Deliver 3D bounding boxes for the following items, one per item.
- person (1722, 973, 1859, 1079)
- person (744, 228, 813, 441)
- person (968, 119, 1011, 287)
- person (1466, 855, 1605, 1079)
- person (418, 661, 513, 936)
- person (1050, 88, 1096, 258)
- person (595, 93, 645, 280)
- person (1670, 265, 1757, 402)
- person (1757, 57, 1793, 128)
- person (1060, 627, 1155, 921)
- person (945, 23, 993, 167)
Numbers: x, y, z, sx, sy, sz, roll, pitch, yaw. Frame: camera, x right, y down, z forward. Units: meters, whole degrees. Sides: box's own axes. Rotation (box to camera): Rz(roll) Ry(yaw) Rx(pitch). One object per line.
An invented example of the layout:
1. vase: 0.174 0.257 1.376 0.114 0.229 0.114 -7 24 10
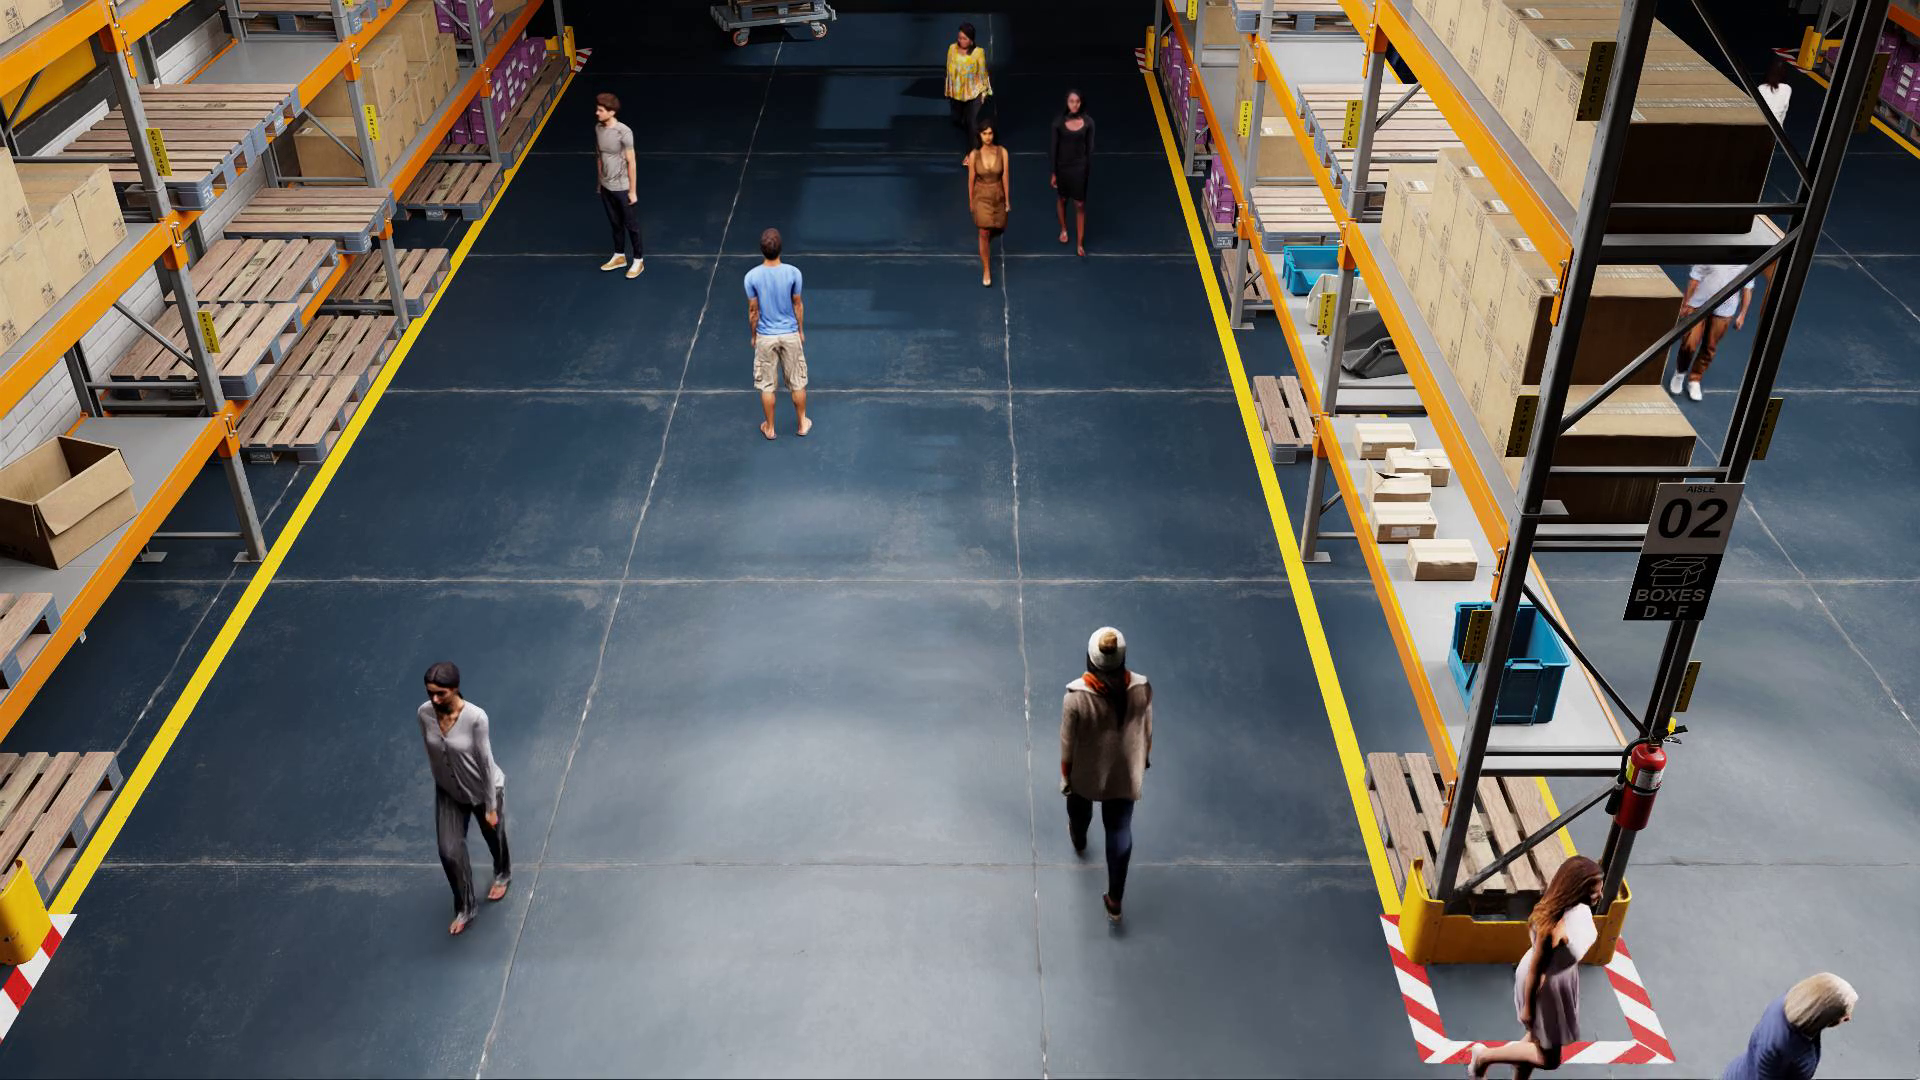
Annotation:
1. person: 3.604 2.522 7.711 0.989 1.705 0.930 26 42 34
2. person: -1.525 -1.720 13.951 0.688 1.863 0.620 -5 34 -8
3. person: 0.288 -3.414 16.672 0.640 1.672 0.929 -4 34 -6
4. person: 2.793 2.181 8.177 0.865 1.759 0.812 27 42 35
5. person: -2.744 1.351 9.429 0.650 1.754 0.830 3 34 5
6. person: 1.138 -3.879 17.356 0.618 1.689 0.988 0 34 0
7. person: -3.437 -3.585 16.731 0.741 1.892 0.760 21 39 28
8. person: 6.577 -2.101 14.572 0.755 1.811 0.707 7 34 11
9. person: 8.847 -4.511 18.354 0.636 1.638 0.581 -4 34 -6
10. person: 0.823 1.313 9.397 0.736 1.853 1.174 -2 34 -3
11. person: 0.110 -5.229 19.432 0.894 1.639 1.006 14 36 20
